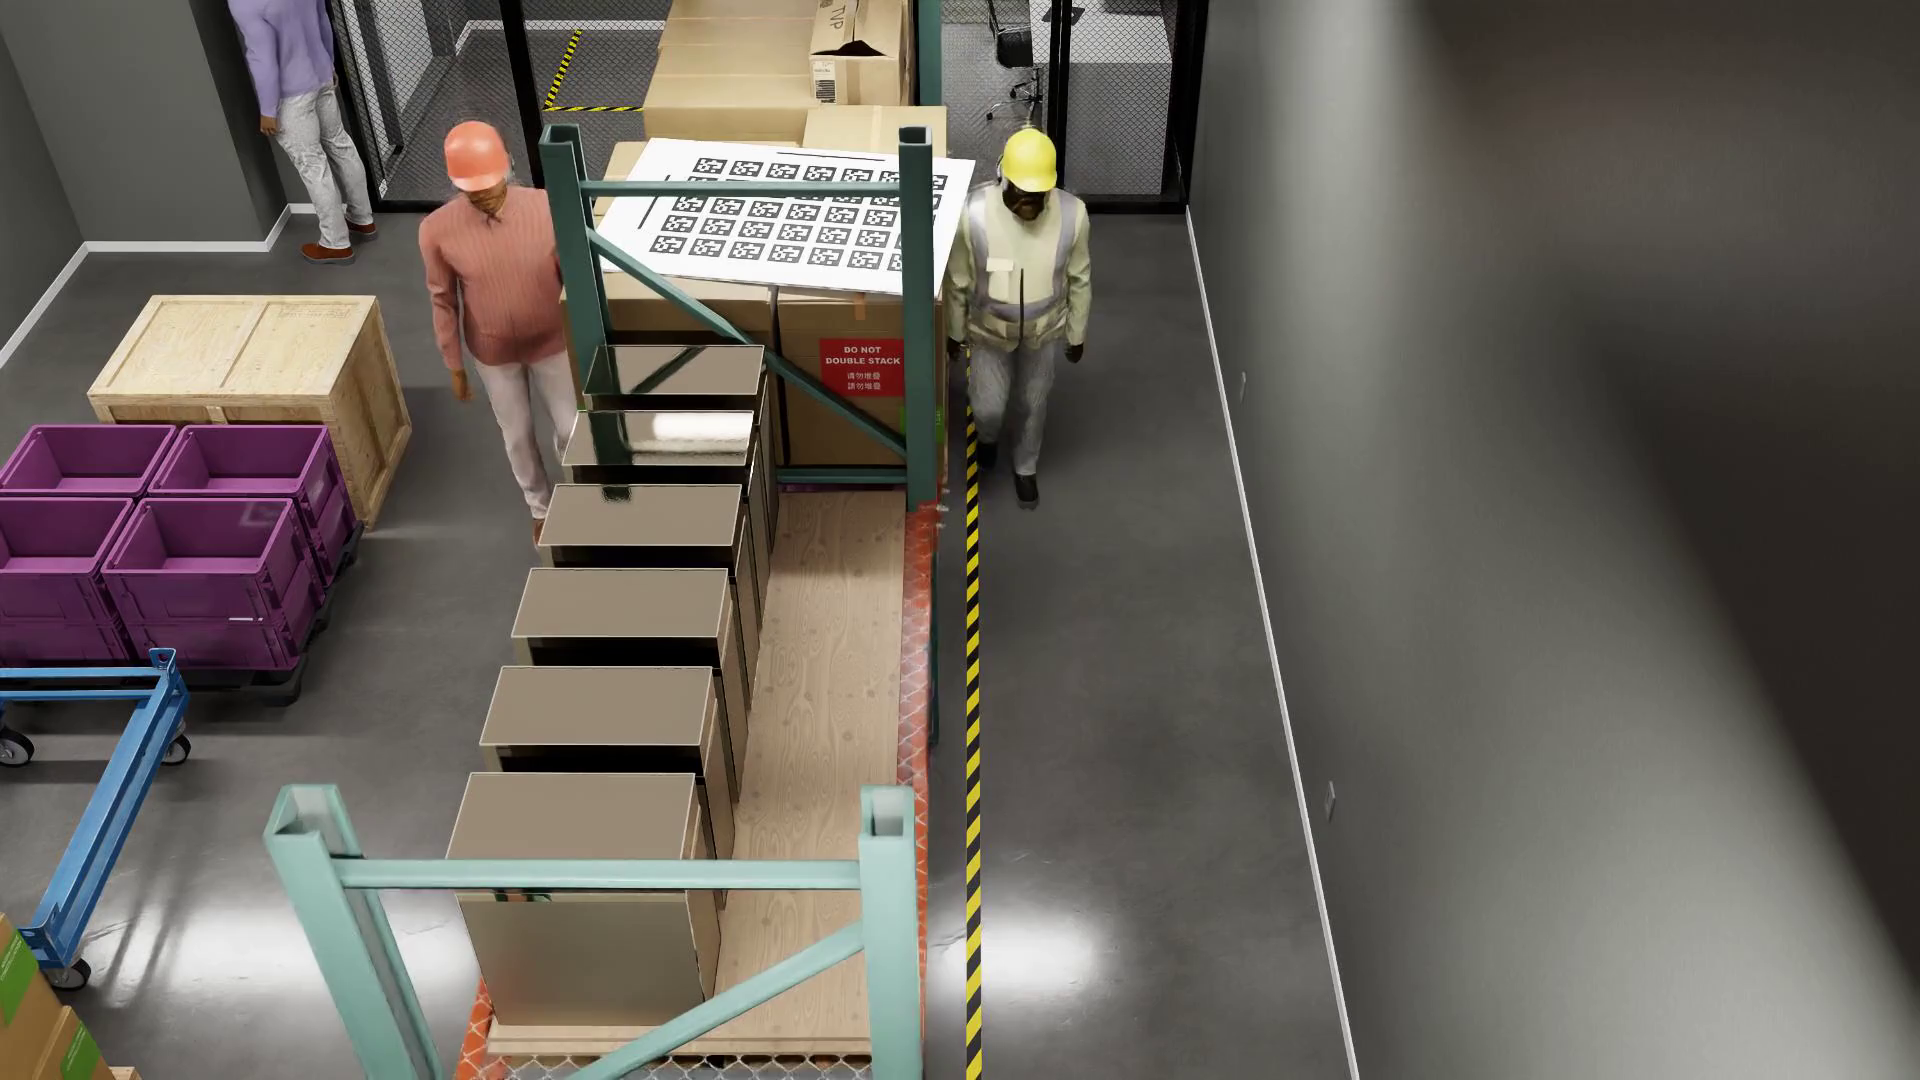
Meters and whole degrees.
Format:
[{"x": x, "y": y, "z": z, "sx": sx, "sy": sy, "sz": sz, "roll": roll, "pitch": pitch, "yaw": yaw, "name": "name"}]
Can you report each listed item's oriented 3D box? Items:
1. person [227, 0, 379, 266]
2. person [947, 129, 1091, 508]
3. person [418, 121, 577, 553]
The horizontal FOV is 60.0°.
[{"x": -3.409, "y": -2.340, "z": 8.561, "sx": 0.356, "sy": 1.938, "sz": 0.638, "roll": 11, "pitch": 42, "yaw": 12, "name": "person"}, {"x": 0.246, "y": -0.919, "z": 7.027, "sx": 0.615, "sy": 1.812, "sz": 0.423, "roll": -4, "pitch": 41, "yaw": -4, "name": "person"}, {"x": -1.797, "y": -0.804, "z": 6.774, "sx": 0.636, "sy": 1.977, "sz": 0.441, "roll": -11, "pitch": 42, "yaw": -12, "name": "person"}]
